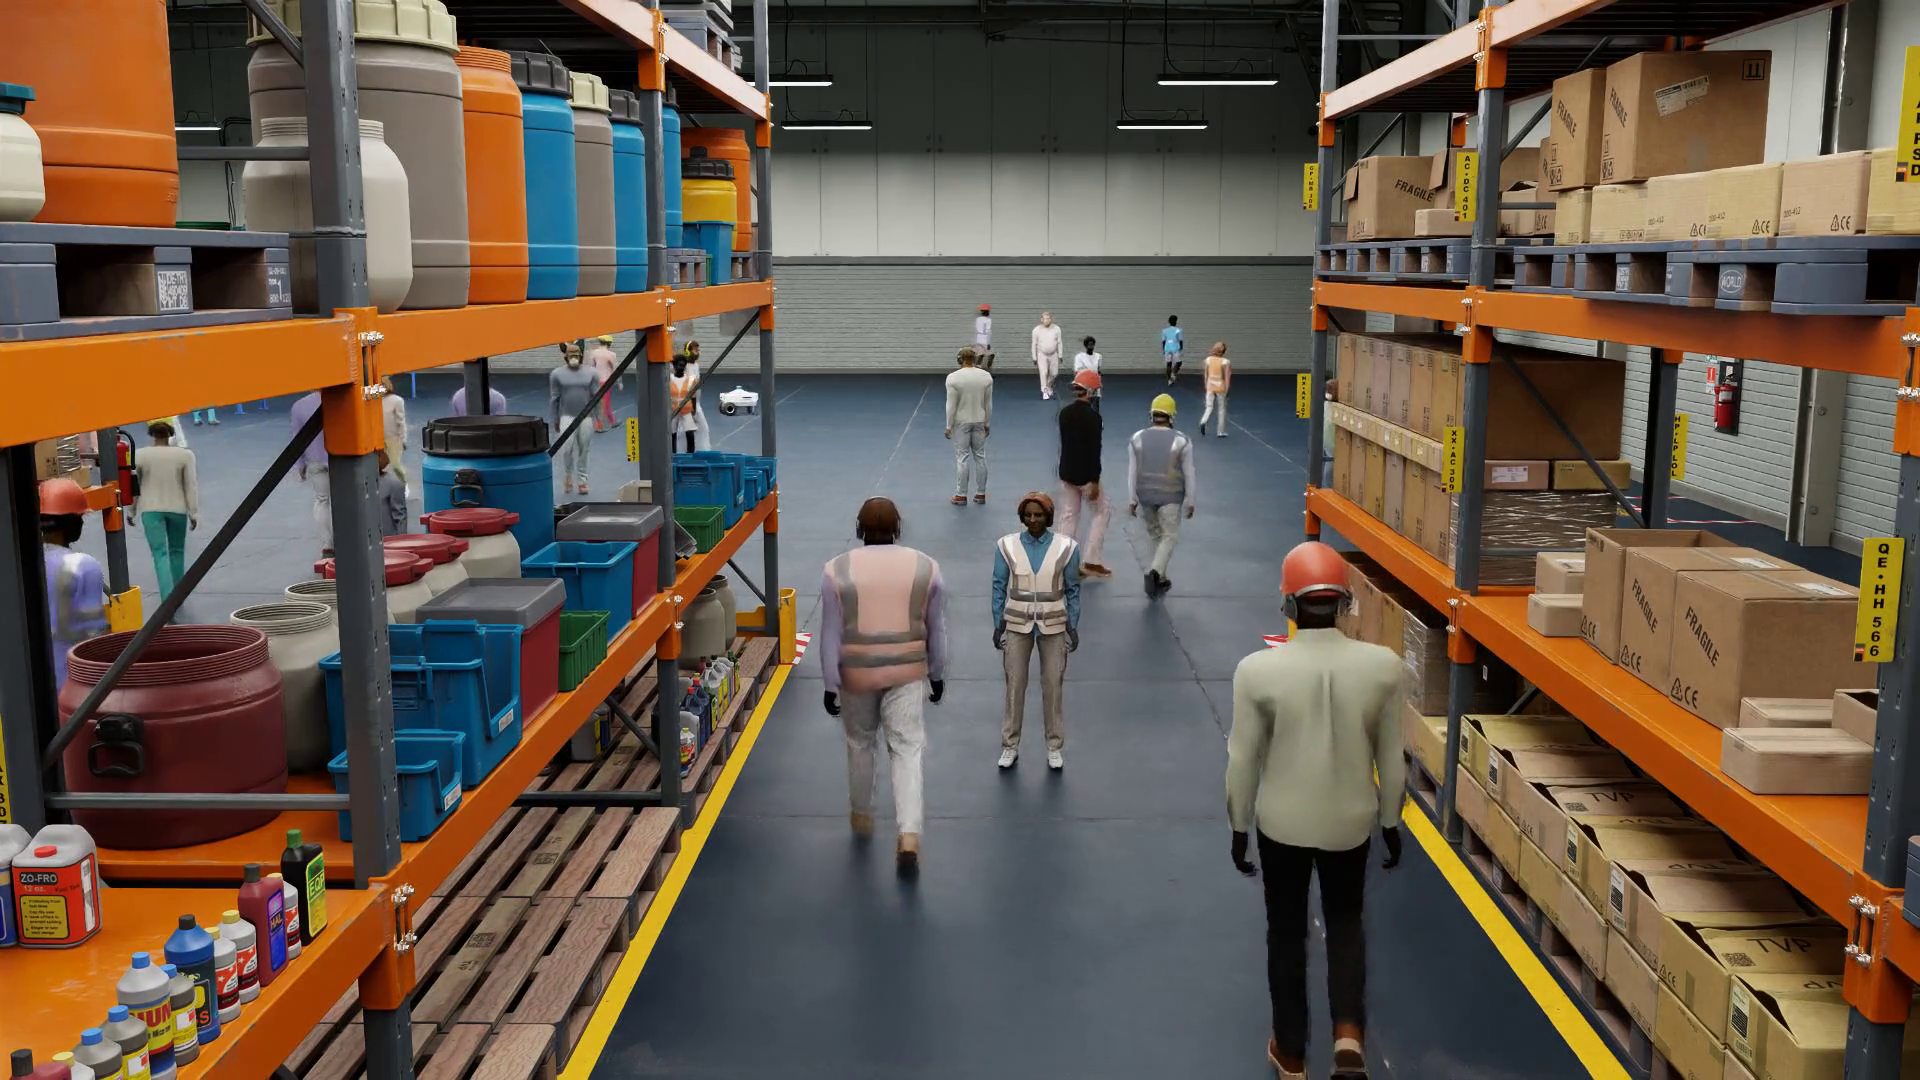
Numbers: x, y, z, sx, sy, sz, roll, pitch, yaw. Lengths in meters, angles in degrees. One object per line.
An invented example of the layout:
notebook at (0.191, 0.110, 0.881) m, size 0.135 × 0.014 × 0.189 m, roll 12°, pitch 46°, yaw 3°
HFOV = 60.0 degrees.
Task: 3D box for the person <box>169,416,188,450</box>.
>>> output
person at (-12.062, -2.162, 25.231) m, size 0.595 × 1.828 × 1.002 m, roll 3°, pitch 10°, yaw 16°

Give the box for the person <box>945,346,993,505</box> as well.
person at (0.101, -1.408, 20.401) m, size 0.627 × 1.935 × 0.371 m, roll -4°, pitch 10°, yaw -25°

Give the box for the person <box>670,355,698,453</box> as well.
person at (-3.932, -1.757, 23.265) m, size 0.536 × 1.678 × 0.511 m, roll -2°, pitch 10°, yaw -14°

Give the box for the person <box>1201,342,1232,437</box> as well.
person at (4.320, -2.534, 28.078) m, size 0.522 × 1.620 × 0.595 m, roll 6°, pitch 11°, yaw 34°

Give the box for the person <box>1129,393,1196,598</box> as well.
person at (1.765, -0.386, 14.661) m, size 0.604 × 1.806 × 0.783 m, roll 5°, pitch 11°, yaw 26°

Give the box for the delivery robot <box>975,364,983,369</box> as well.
delivery robot at (0.297, -4.308, 40.960) m, size 0.335 × 0.223 × 0.698 m, roll 6°, pitch 12°, yaw 34°

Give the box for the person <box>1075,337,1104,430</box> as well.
person at (2.262, -2.761, 29.362) m, size 0.545 × 1.643 × 0.887 m, roll -4°, pitch 10°, yaw -20°

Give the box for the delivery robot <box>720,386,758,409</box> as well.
delivery robot at (-4.306, -2.757, 32.451) m, size 0.707 × 0.478 × 0.477 m, roll -3°, pitch 10°, yaw -18°

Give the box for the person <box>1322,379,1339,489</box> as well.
person at (4.347, -1.074, 19.320) m, size 0.652 × 1.613 × 0.507 m, roll -5°, pitch 11°, yaw -26°

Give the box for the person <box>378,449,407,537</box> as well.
person at (-4.418, 0.042, 12.613) m, size 0.507 × 1.631 × 0.266 m, roll 3°, pitch 10°, yaw 20°

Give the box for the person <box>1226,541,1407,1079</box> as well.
person at (1.253, 0.993, 5.868) m, size 0.639 × 1.980 × 0.506 m, roll 0°, pitch 9°, yaw 0°

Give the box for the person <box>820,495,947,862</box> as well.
person at (-0.376, 0.677, 8.321) m, size 0.642 × 1.805 × 0.943 m, roll -2°, pitch 10°, yaw -10°

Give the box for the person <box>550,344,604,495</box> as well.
person at (-4.852, -1.526, 21.145) m, size 0.644 × 1.917 × 0.688 m, roll -3°, pitch 10°, yaw -19°

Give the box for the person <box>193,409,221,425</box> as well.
person at (-13.829, -3.014, 30.305) m, size 0.570 × 1.835 × 0.397 m, roll 0°, pitch 9°, yaw 0°

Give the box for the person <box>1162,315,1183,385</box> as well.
person at (5.128, -4.570, 40.052) m, size 0.551 × 1.685 × 0.366 m, roll 5°, pitch 11°, yaw 29°

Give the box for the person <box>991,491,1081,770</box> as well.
person at (0.443, 0.525, 9.700) m, size 0.518 × 1.639 × 0.312 m, roll 1°, pitch 10°, yaw 5°

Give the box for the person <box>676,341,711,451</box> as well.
person at (-3.926, -1.983, 24.160) m, size 0.927 × 1.835 × 0.538 m, roll 4°, pitch 10°, yaw 22°

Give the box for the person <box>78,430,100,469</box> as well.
person at (-12.538, -1.936, 23.695) m, size 0.676 × 1.885 × 0.418 m, roll -7°, pitch 12°, yaw -34°

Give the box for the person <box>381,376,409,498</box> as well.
person at (-6.982, -1.232, 20.289) m, size 0.511 × 1.613 × 0.550 m, roll 1°, pitch 9°, yaw 4°

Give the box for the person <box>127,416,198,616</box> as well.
person at (-6.711, -0.240, 14.035) m, size 0.532 × 1.724 × 0.892 m, roll -6°, pitch 11°, yaw -32°

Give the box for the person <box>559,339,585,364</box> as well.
person at (-8.639, -4.212, 37.004) m, size 0.538 × 2.000 × 0.683 m, roll 2°, pitch 10°, yaw 10°

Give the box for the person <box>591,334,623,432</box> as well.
person at (-6.145, -2.761, 29.107) m, size 0.552 × 1.718 × 0.887 m, roll 5°, pitch 11°, yaw 29°

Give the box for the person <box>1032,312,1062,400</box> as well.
person at (1.881, -3.997, 36.031) m, size 0.672 × 1.890 × 0.580 m, roll -1°, pitch 10°, yaw -8°

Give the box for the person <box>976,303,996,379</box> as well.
person at (0.676, -5.008, 42.017) m, size 0.678 × 1.912 × 0.591 m, roll -7°, pitch 12°, yaw -38°

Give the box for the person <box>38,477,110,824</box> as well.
person at (-4.363, 0.662, 8.040) m, size 0.560 × 1.921 × 0.554 m, roll 3°, pitch 10°, yaw 16°

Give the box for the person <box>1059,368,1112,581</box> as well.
person at (1.179, -0.608, 15.491) m, size 0.602 × 1.972 × 0.625 m, roll -7°, pitch 12°, yaw -37°

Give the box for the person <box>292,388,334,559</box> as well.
person at (-6.323, -0.780, 16.672) m, size 0.662 × 1.920 × 0.463 m, roll -2°, pitch 10°, yaw -10°

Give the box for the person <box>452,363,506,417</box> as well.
person at (-5.280, -1.042, 18.447) m, size 0.640 × 1.855 × 0.999 m, roll 1°, pitch 10°, yaw 7°
